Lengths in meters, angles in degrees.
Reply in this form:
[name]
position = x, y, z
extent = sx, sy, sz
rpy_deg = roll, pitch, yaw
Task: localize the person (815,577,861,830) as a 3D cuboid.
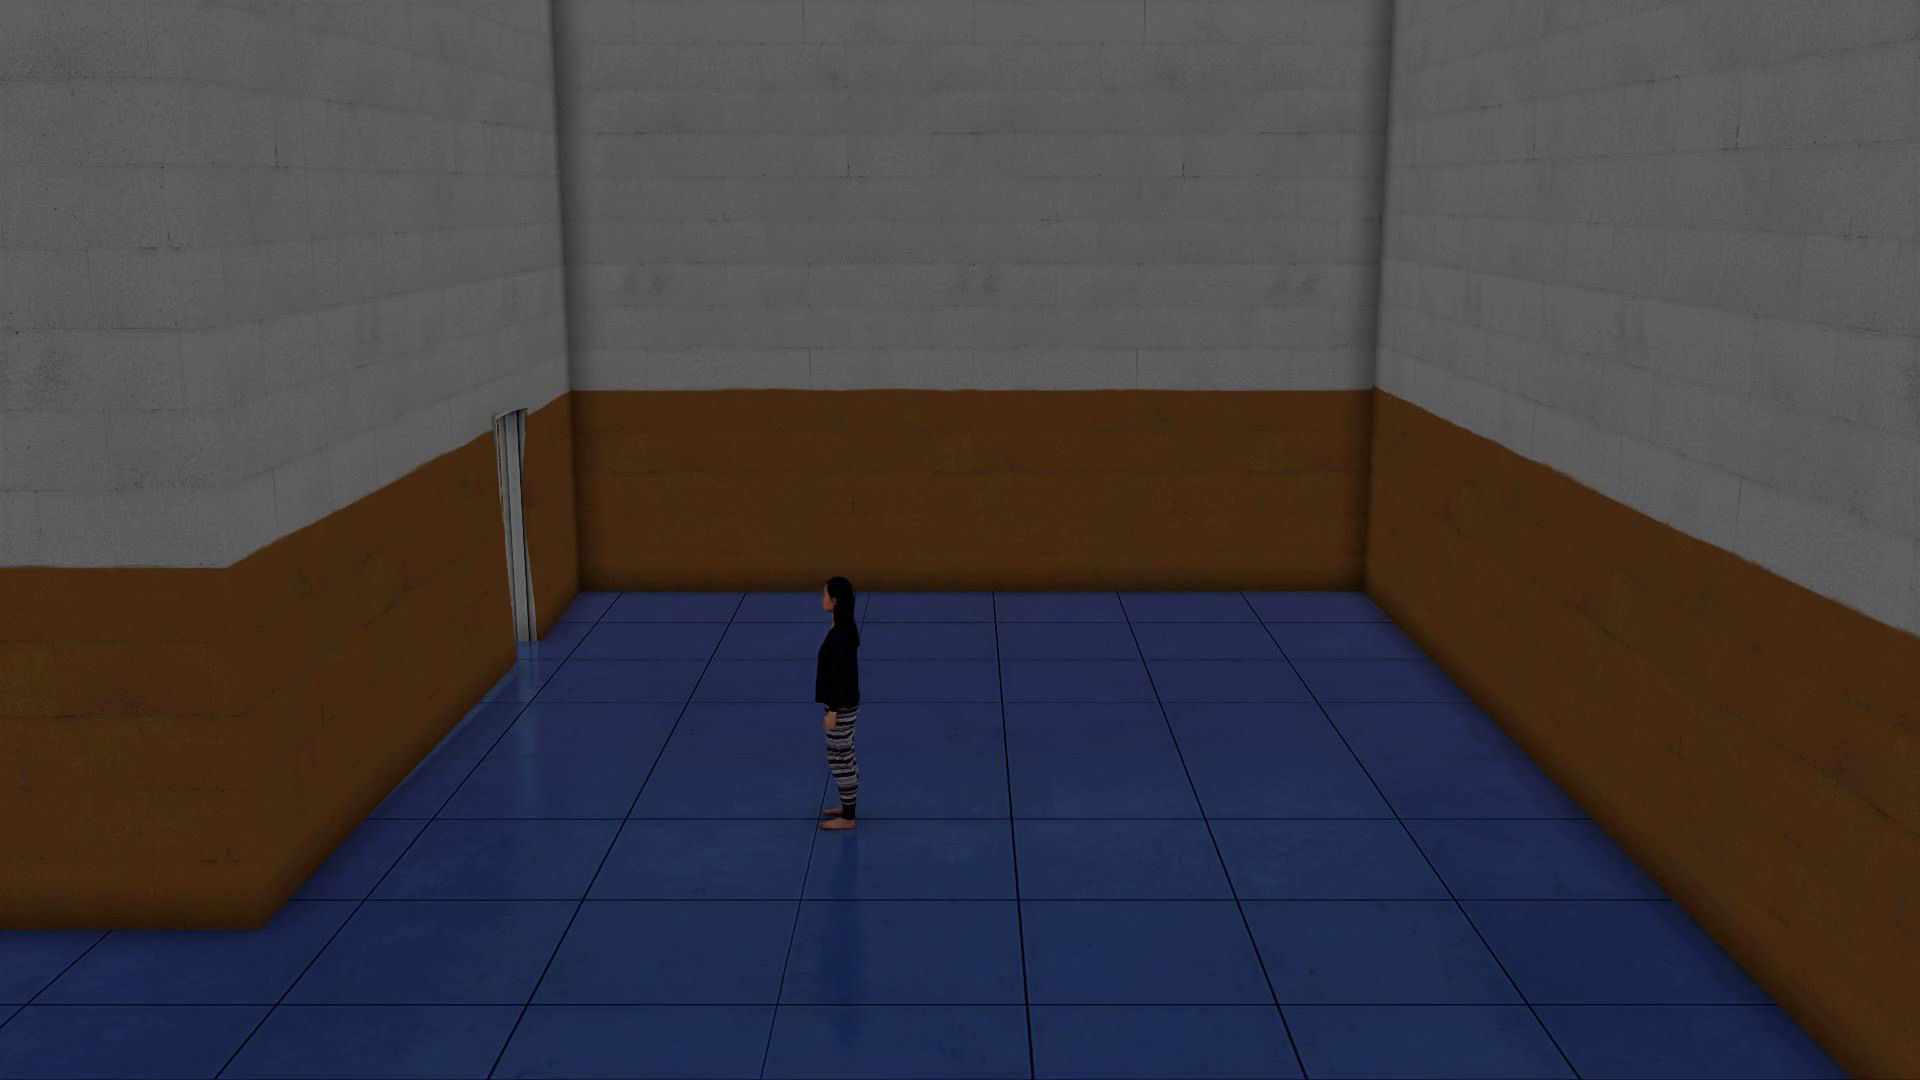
[person]
position = -0.801, 1.087, 11.220
extent = 0.517, 1.735, 0.606
rpy_deg = 0, 12, 2
